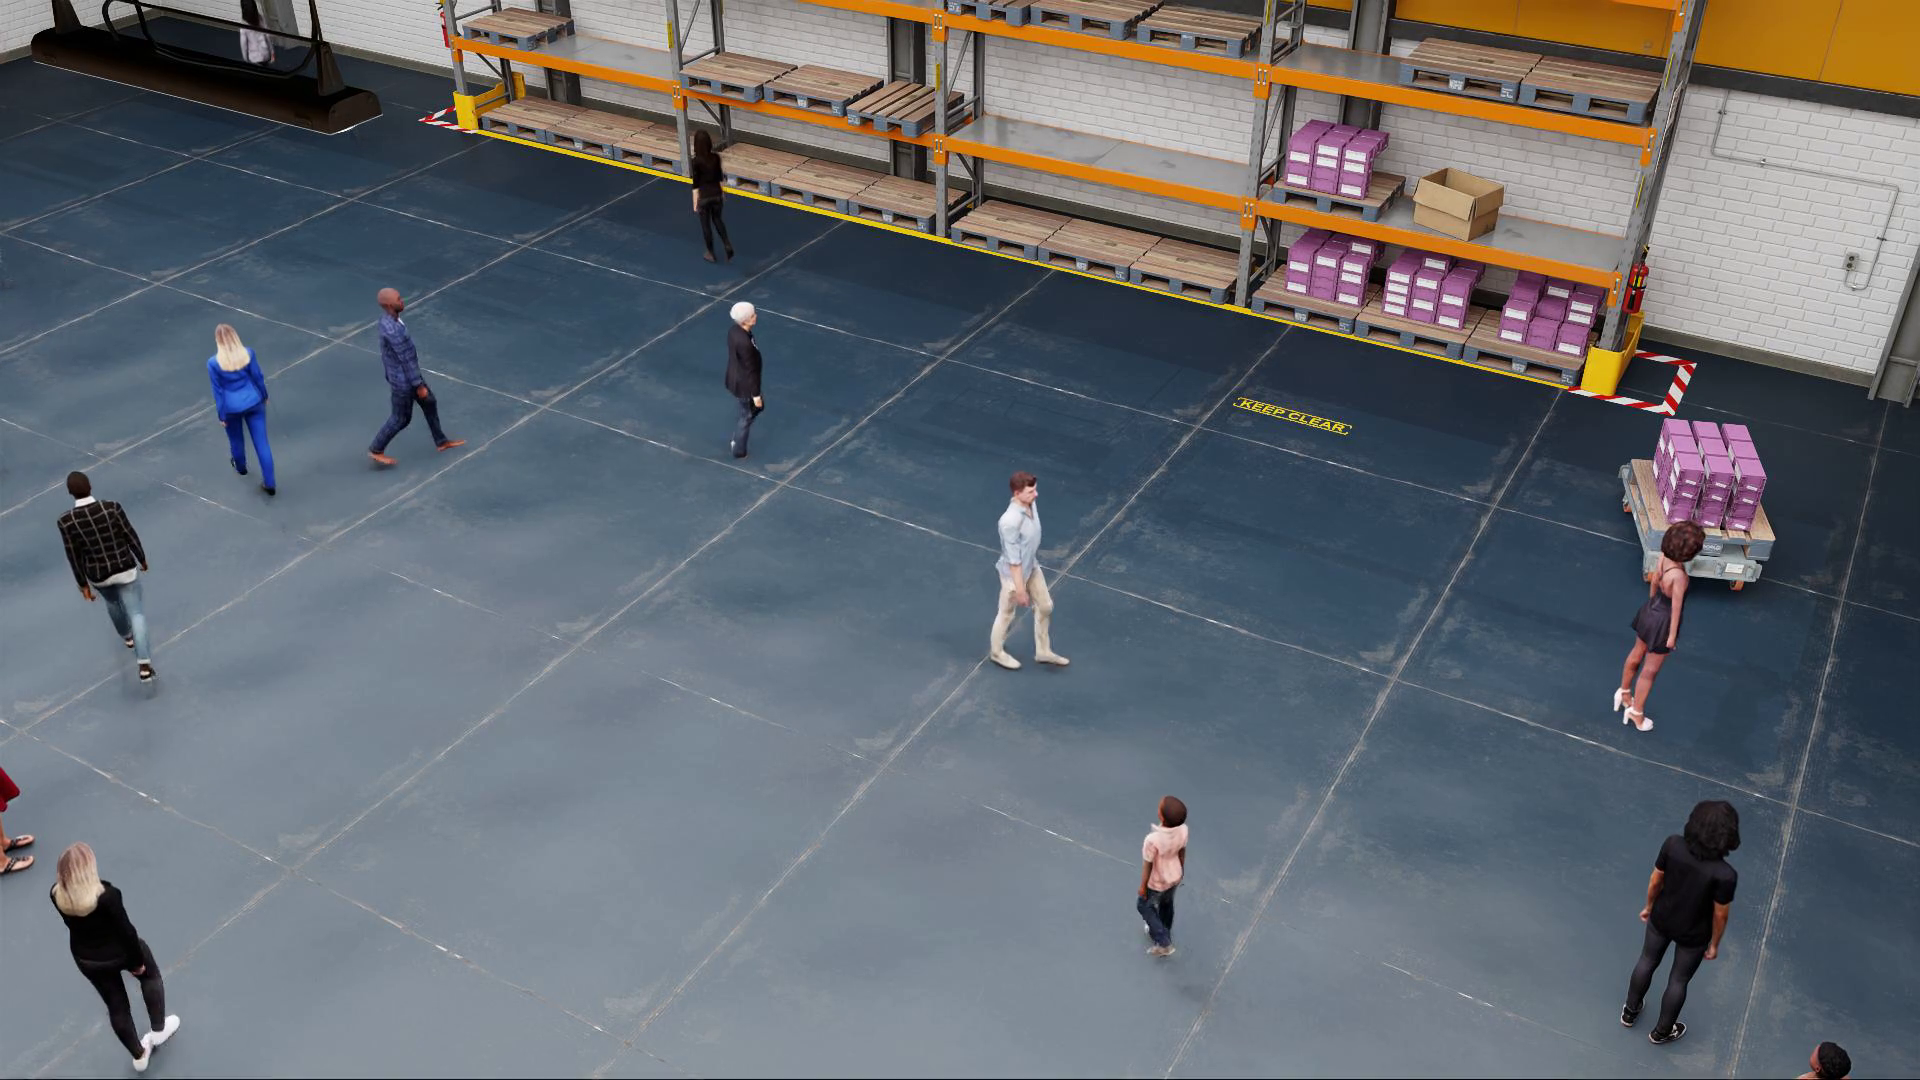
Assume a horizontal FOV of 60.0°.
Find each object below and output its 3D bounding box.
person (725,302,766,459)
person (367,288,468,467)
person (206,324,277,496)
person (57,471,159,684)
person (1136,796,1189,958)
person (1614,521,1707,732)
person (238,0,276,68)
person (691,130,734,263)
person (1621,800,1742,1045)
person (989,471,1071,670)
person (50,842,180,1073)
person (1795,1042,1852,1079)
[{"bbox_3d":[-2.174,-1.456,15.952,0.837,1.774,0.867,-9,35,-13],"label":"person"},{"bbox_3d":[-5.347,-1.513,15.758,1.202,1.787,1.159,-9,35,-14],"label":"person"},{"bbox_3d":[-6.574,-1.161,15.334,0.898,1.670,1.106,-23,40,-31],"label":"person"},{"bbox_3d":[-6.617,0.310,13.015,1.137,1.787,1.283,-13,36,-18],"label":"person"},{"bbox_3d":[1.329,2.182,10.639,0.630,1.300,0.697,-20,39,-28],"label":"person"},{"bbox_3d":[5.256,0.633,12.528,0.686,1.788,0.657,-1,34,-2],"label":"person"},{"bbox_3d":[-10.110,-6.979,24.054,1.072,1.707,0.683,22,40,30],"label":"person"},{"bbox_3d":[-2.923,-4.033,19.685,0.739,1.636,0.860,-23,40,-30],"label":"person"},{"bbox_3d":[4.331,2.286,10.000,0.761,1.834,0.581,-25,41,-32],"label":"person"},{"bbox_3d":[0.383,0.232,13.096,0.883,1.828,0.688,15,36,21],"label":"person"},{"bbox_3d":[-5.047,2.524,9.790,0.743,1.670,0.809,-1,34,-2],"label":"person"},{"bbox_3d":[4.641,3.215,9.126,0.579,1.255,0.651,-6,34,-9],"label":"person"}]
